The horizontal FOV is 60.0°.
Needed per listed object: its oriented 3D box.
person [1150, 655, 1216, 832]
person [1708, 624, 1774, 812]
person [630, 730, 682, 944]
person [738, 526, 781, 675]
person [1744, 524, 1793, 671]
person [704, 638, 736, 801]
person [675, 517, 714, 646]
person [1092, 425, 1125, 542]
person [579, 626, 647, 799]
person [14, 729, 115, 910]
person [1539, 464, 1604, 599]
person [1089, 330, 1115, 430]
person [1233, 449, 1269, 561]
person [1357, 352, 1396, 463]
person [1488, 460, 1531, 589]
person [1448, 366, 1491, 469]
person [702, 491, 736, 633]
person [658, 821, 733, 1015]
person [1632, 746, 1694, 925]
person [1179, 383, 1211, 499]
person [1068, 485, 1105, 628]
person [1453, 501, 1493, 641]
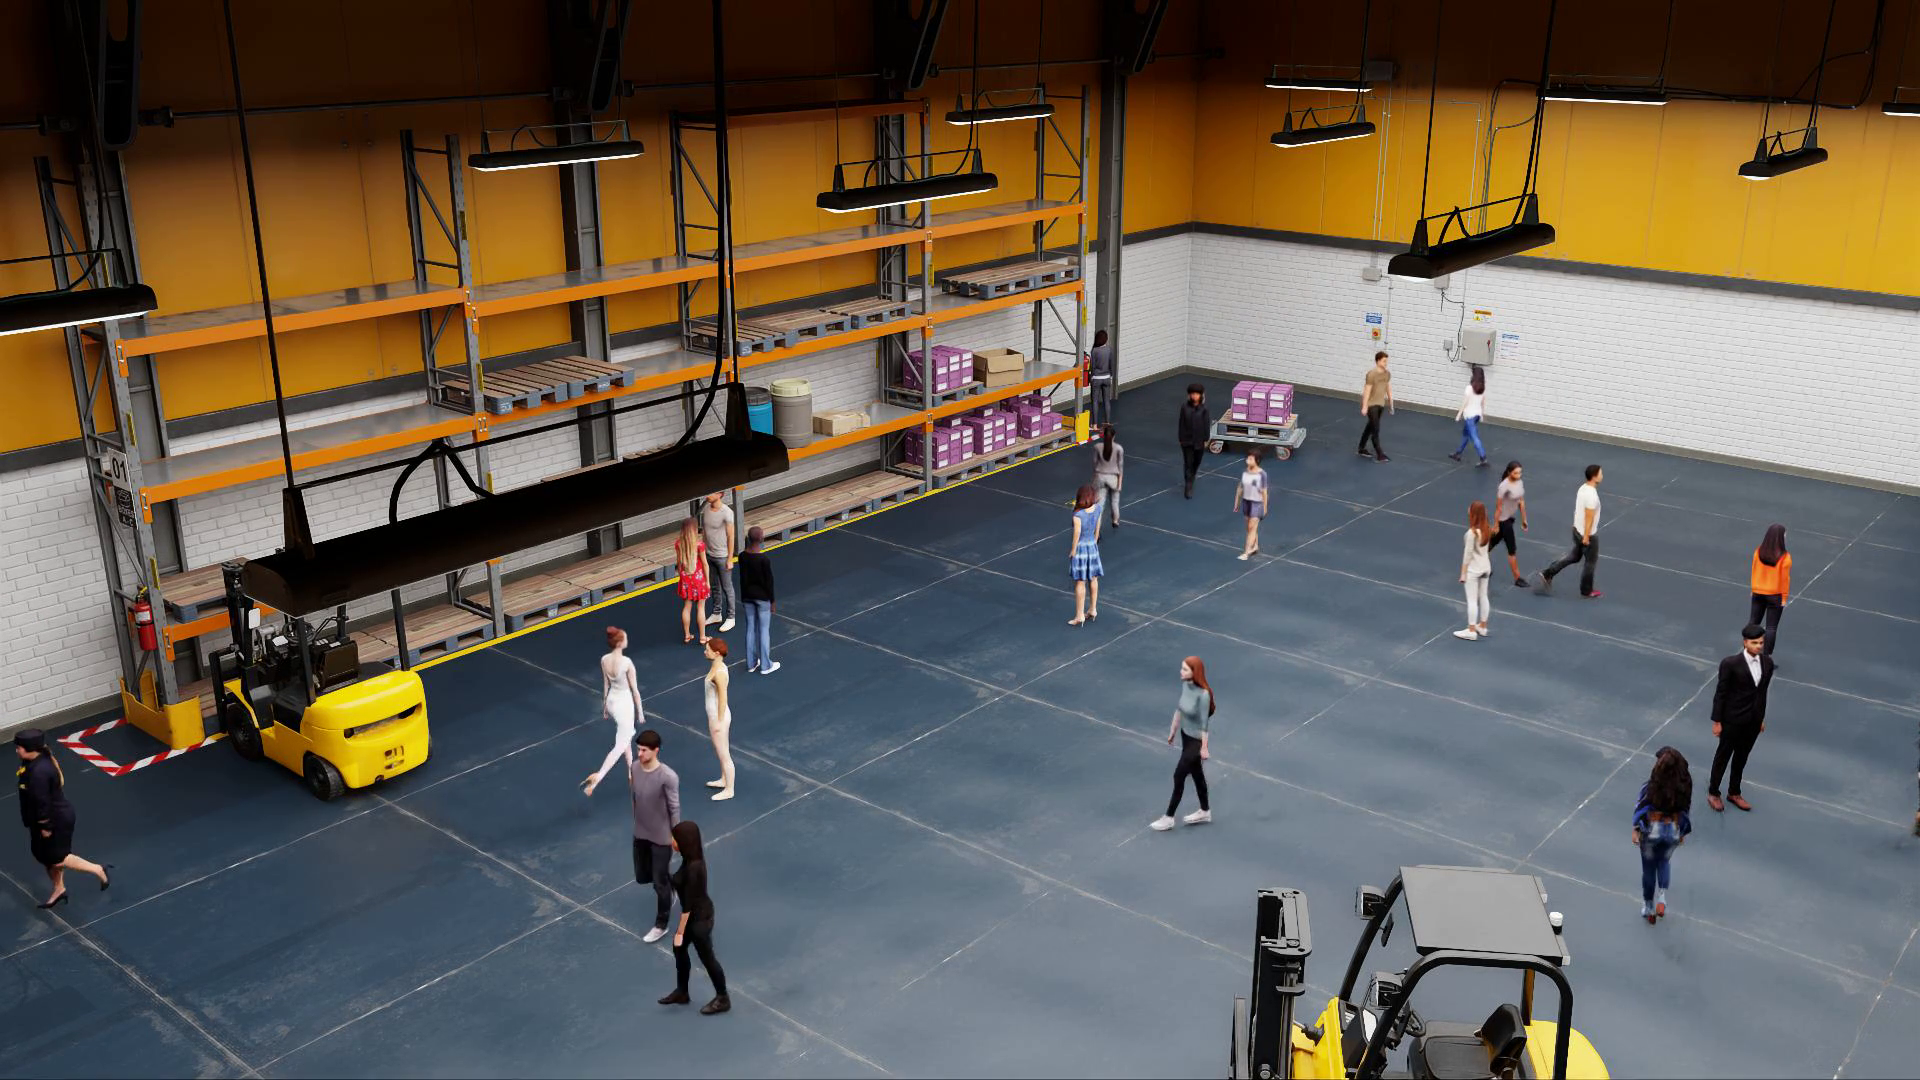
[{"bbox_3d":[2.258,1.892,15.569,1.005,1.721,0.879,-6,19,-17],"label":"person"},{"bbox_3d":[7.483,1.681,15.941,0.741,1.883,0.824,-3,19,-8],"label":"person"},{"bbox_3d":[-2.477,2.412,13.845,0.754,1.837,0.906,11,21,29],"label":"person"},{"bbox_3d":[-2.335,0.682,19.118,0.642,1.749,0.606,9,21,25],"label":"person"},{"bbox_3d":[9.348,0.642,19.239,0.672,1.748,0.690,-11,21,-28],"label":"person"},{"bbox_3d":[-2.344,1.722,16.195,0.640,1.644,0.619,-5,19,-15],"label":"person"},{"bbox_3d":[-3.210,0.483,19.953,0.650,1.593,0.657,6,19,17],"label":"person"},{"bbox_3d":[2.064,-0.769,23.623,0.890,1.625,1.193,6,20,18],"label":"person"},{"bbox_3d":[-3.355,1.709,16.038,0.610,1.769,1.056,14,23,36],"label":"person"},{"bbox_3d":[-7.692,2.387,14.197,0.985,1.660,0.877,-8,20,-22],"label":"person"},{"bbox_3d":[7.950,-0.110,21.418,1.082,1.782,1.068,0,19,1],"label":"person"},{"bbox_3d":[2.517,-2.864,29.620,0.617,1.768,0.735,-7,20,-19],"label":"person"},{"bbox_3d":[4.094,-0.512,23.006,0.614,1.532,0.926,17,25,41],"label":"person"},{"bbox_3d":[6.836,-2.232,27.669,1.107,1.815,0.933,-12,22,-32],"label":"person"},{"bbox_3d":[7.149,-0.255,21.989,0.722,1.693,1.092,15,24,38],"label":"person"},{"bbox_3d":[8.409,-1.949,27.093,1.104,1.645,0.840,-13,23,-35],"label":"person"},{"bbox_3d":[-2.959,0.170,20.407,0.661,1.898,0.547,14,23,36],"label":"person"},{"bbox_3d":[-1.925,2.894,12.749,0.913,1.622,0.829,-4,19,-12],"label":"person"},{"bbox_3d":[5.892,2.505,13.922,0.770,1.611,0.821,1,19,3],"label":"person"},{"bbox_3d":[3.623,-1.582,25.843,1.063,1.749,1.202,1,19,2],"label":"person"},{"bbox_3d":[1.539,0.180,20.521,0.733,1.806,0.509,17,25,41],"label":"person"},{"bbox_3d":[6.272,0.367,20.129,0.565,1.702,0.704,-13,23,-35],"label":"person"}]
